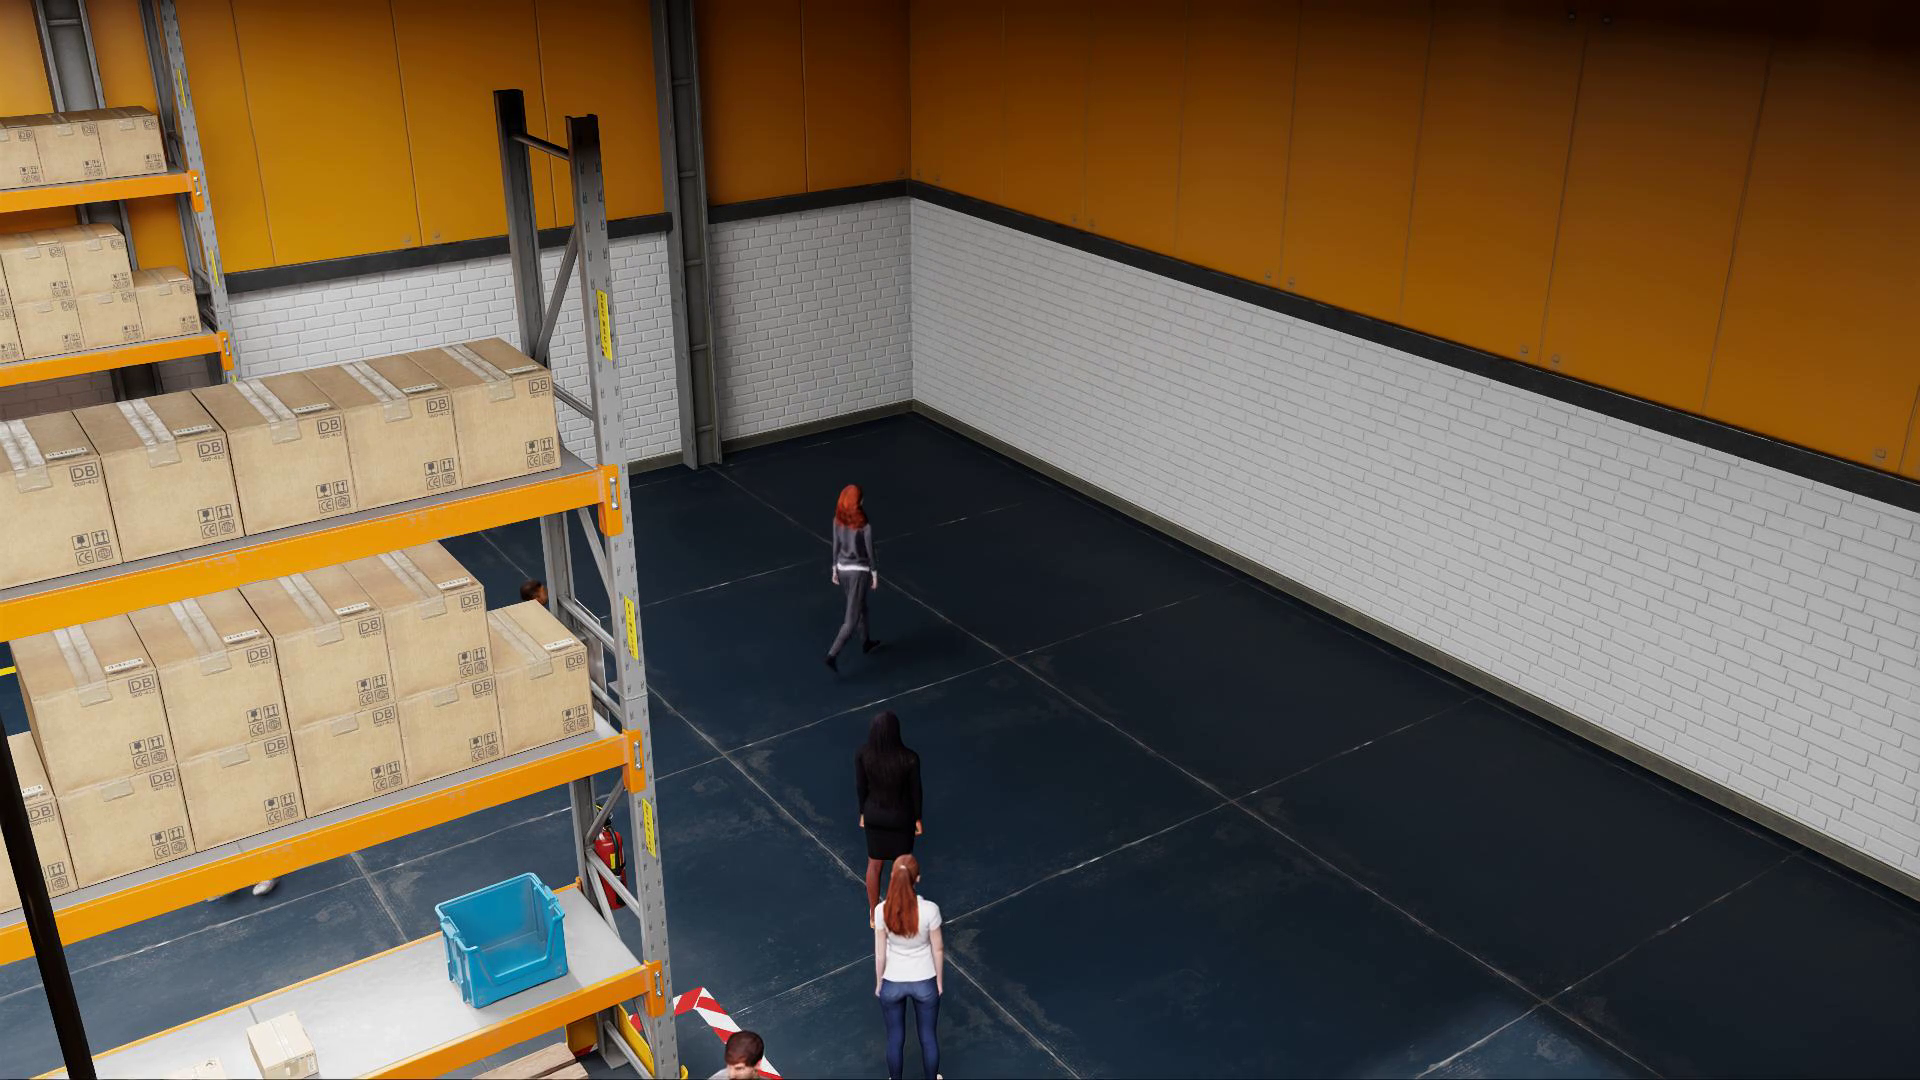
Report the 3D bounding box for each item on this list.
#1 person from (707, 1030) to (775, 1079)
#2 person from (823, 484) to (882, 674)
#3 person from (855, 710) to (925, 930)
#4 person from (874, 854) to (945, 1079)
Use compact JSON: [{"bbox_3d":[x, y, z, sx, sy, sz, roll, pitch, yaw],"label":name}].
[{"bbox_3d":[-1.057,3.234,8.414,0.735,1.844,0.759,7,25,16],"label":"person"},{"bbox_3d":[-1.013,0.374,15.075,0.873,1.750,1.186,16,28,31],"label":"person"},{"bbox_3d":[-0.490,1.932,11.546,0.670,1.721,0.727,4,24,10],"label":"person"},{"bbox_3d":[-0.305,2.641,9.902,0.634,1.738,0.715,1,24,1],"label":"person"}]
